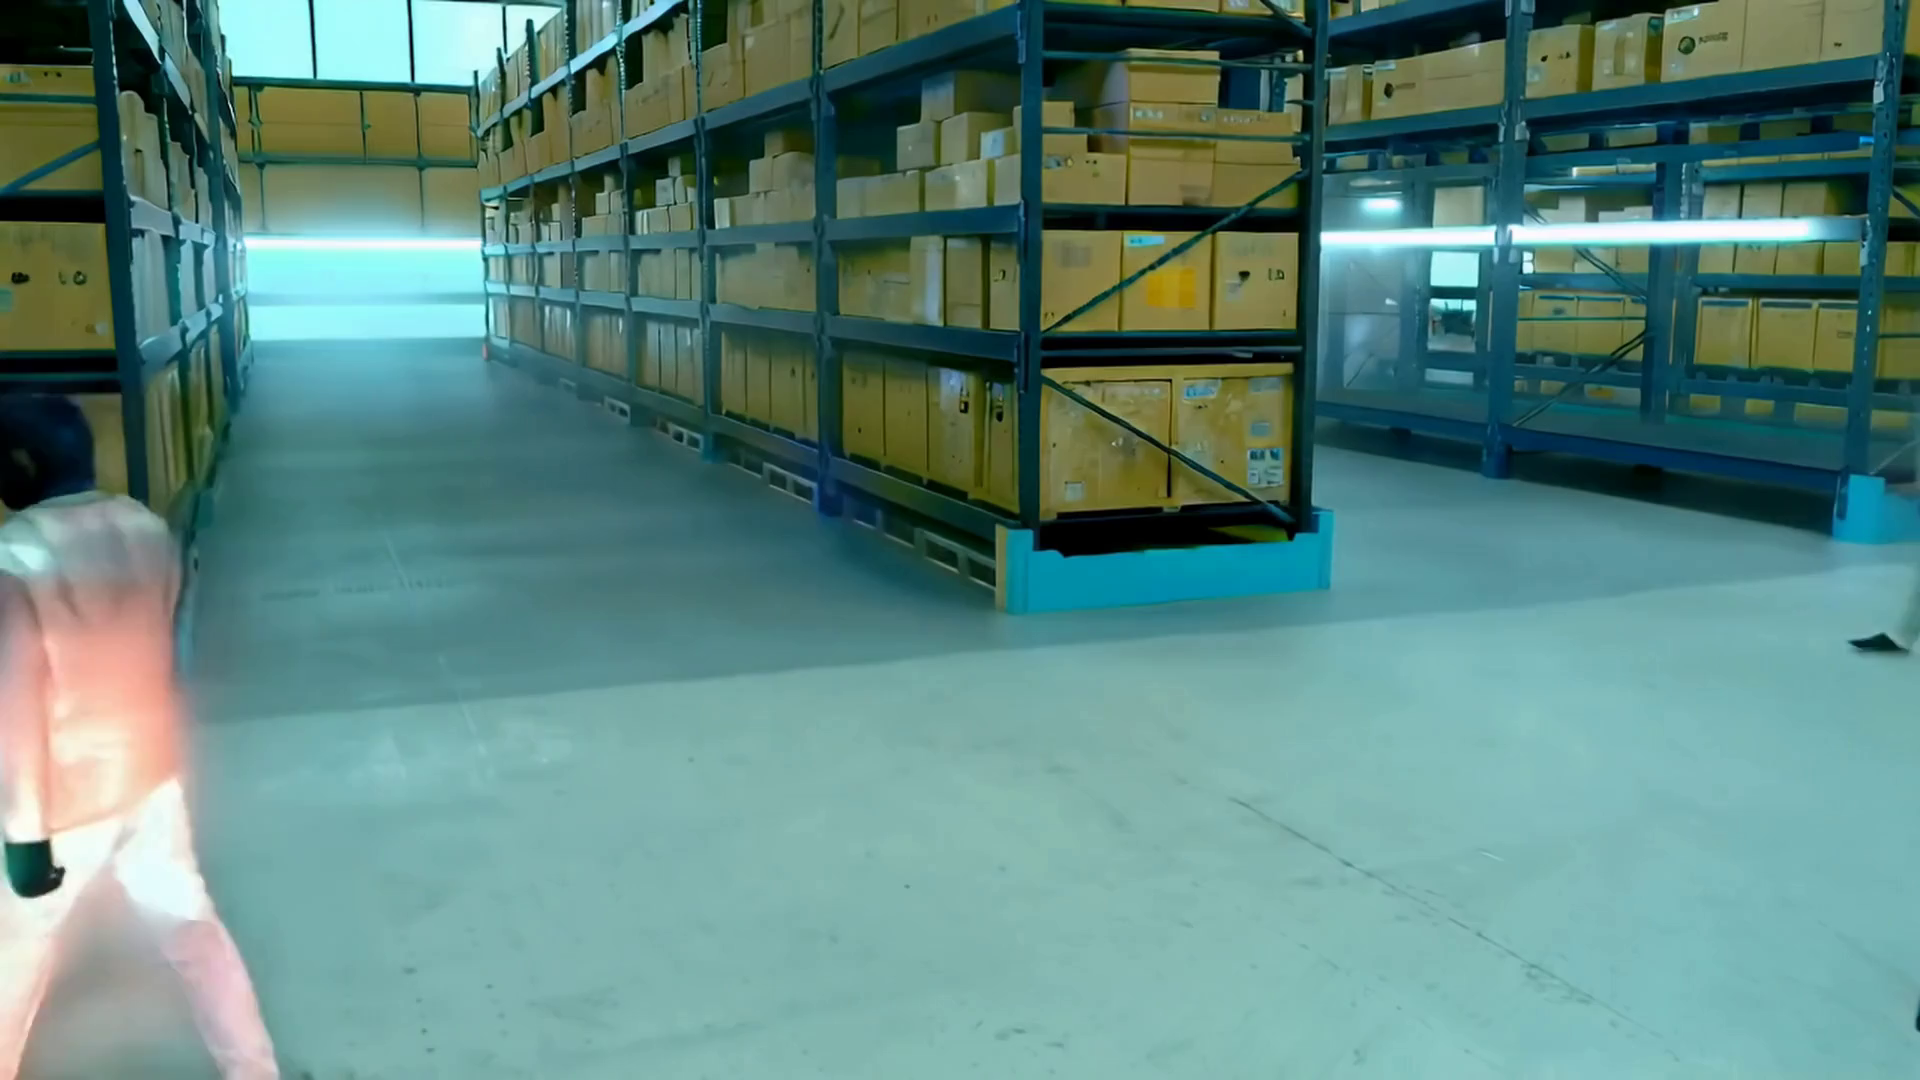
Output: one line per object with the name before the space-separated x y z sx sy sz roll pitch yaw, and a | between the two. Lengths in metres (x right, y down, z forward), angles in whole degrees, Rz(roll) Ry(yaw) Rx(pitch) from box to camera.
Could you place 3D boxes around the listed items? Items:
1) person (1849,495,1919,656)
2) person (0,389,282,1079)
person | 5.048 -0.240 8.410 0.559 1.858 0.804 -1 10 -6
person | -2.033 0.547 3.848 0.987 1.794 0.639 2 10 14
